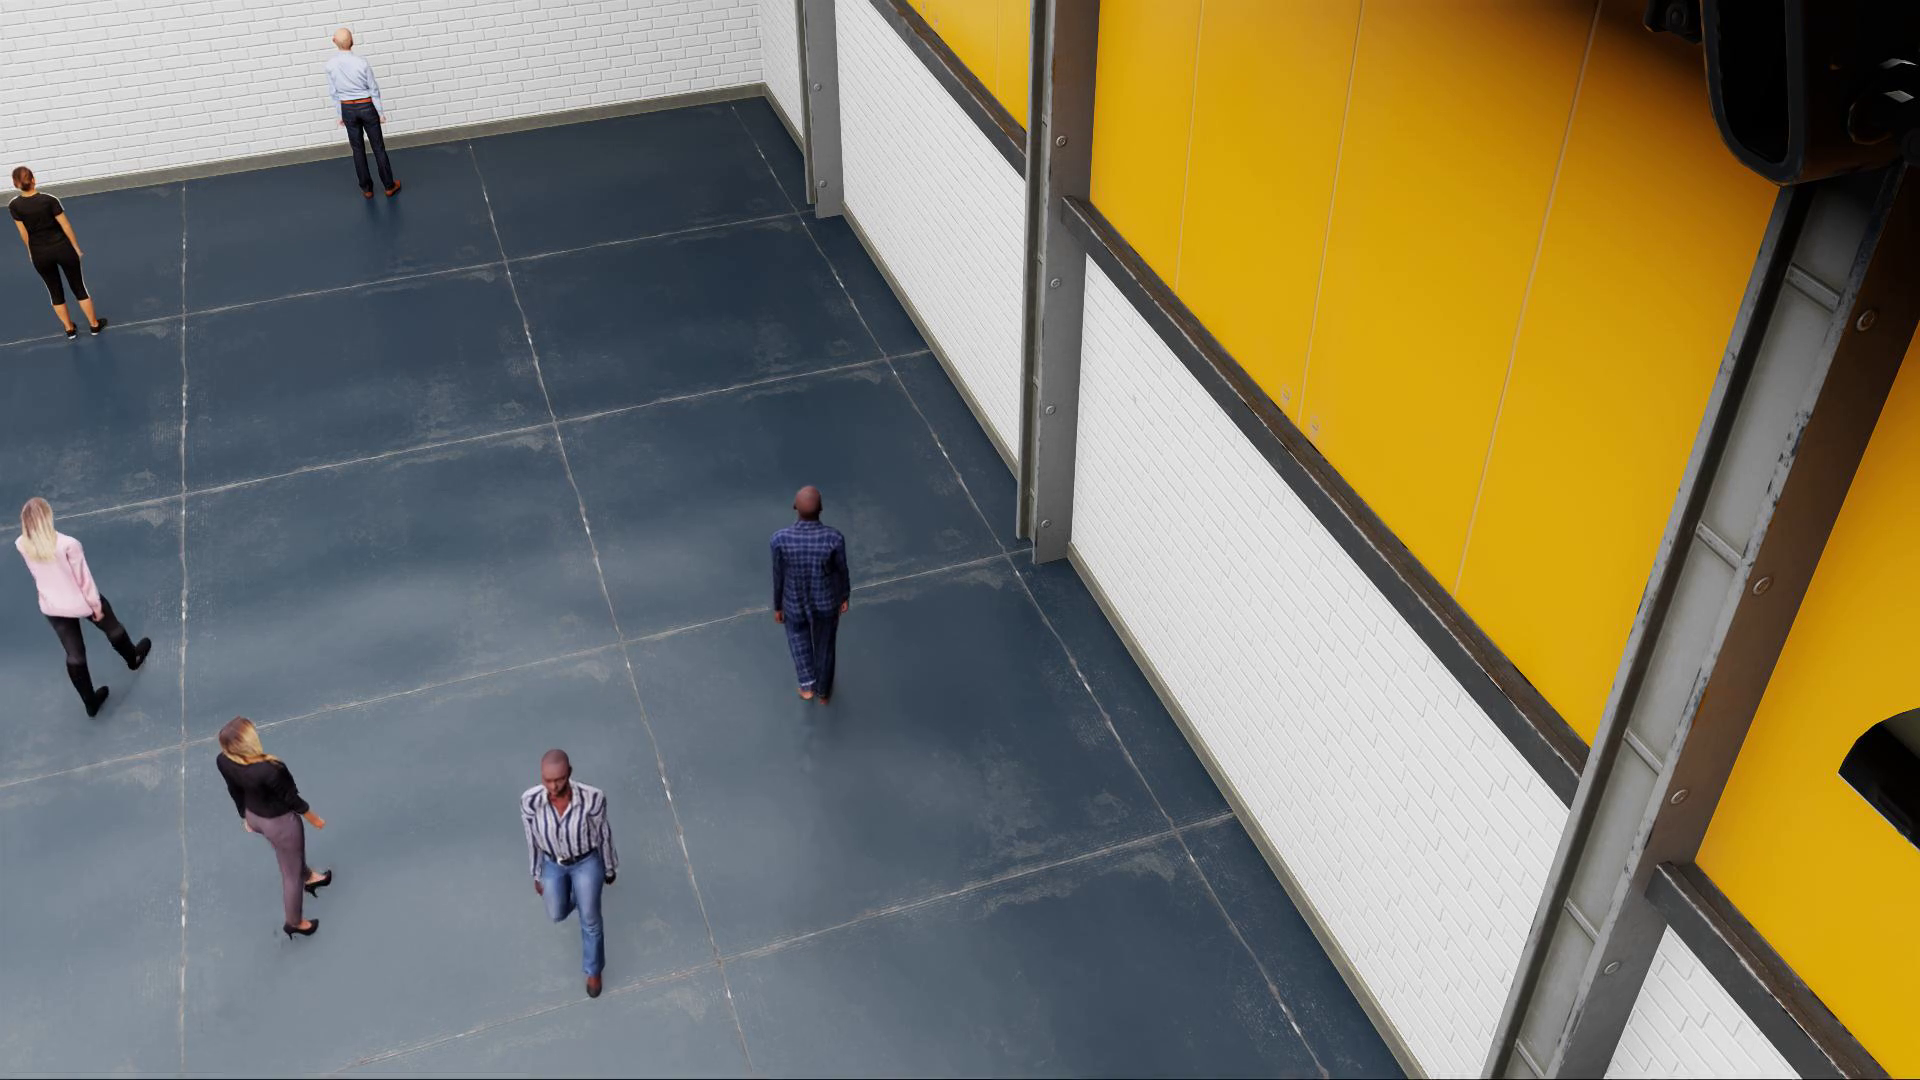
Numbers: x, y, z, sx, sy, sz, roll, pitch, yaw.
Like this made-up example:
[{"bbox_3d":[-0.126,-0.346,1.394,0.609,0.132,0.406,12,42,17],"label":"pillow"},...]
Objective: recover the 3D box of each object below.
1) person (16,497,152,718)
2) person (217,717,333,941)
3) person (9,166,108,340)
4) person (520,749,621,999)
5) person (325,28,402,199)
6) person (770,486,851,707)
[{"bbox_3d":[-5.966,0.489,11.101,0.824,1.659,1.028,1,39,1],"label":"person"},{"bbox_3d":[-3.977,1.694,9.594,0.828,1.656,0.888,16,41,19],"label":"person"},{"bbox_3d":[-8.153,-2.592,14.951,0.592,1.670,0.539,-10,40,-12],"label":"person"},{"bbox_3d":[-2.182,1.788,9.379,0.780,1.779,0.958,-3,39,-3],"label":"person"},{"bbox_3d":[-6.164,-4.384,17.097,0.684,1.791,0.632,-6,39,-7],"label":"person"},{"bbox_3d":[-0.985,0.442,11.042,0.755,1.806,0.750,-3,39,-4],"label":"person"}]
